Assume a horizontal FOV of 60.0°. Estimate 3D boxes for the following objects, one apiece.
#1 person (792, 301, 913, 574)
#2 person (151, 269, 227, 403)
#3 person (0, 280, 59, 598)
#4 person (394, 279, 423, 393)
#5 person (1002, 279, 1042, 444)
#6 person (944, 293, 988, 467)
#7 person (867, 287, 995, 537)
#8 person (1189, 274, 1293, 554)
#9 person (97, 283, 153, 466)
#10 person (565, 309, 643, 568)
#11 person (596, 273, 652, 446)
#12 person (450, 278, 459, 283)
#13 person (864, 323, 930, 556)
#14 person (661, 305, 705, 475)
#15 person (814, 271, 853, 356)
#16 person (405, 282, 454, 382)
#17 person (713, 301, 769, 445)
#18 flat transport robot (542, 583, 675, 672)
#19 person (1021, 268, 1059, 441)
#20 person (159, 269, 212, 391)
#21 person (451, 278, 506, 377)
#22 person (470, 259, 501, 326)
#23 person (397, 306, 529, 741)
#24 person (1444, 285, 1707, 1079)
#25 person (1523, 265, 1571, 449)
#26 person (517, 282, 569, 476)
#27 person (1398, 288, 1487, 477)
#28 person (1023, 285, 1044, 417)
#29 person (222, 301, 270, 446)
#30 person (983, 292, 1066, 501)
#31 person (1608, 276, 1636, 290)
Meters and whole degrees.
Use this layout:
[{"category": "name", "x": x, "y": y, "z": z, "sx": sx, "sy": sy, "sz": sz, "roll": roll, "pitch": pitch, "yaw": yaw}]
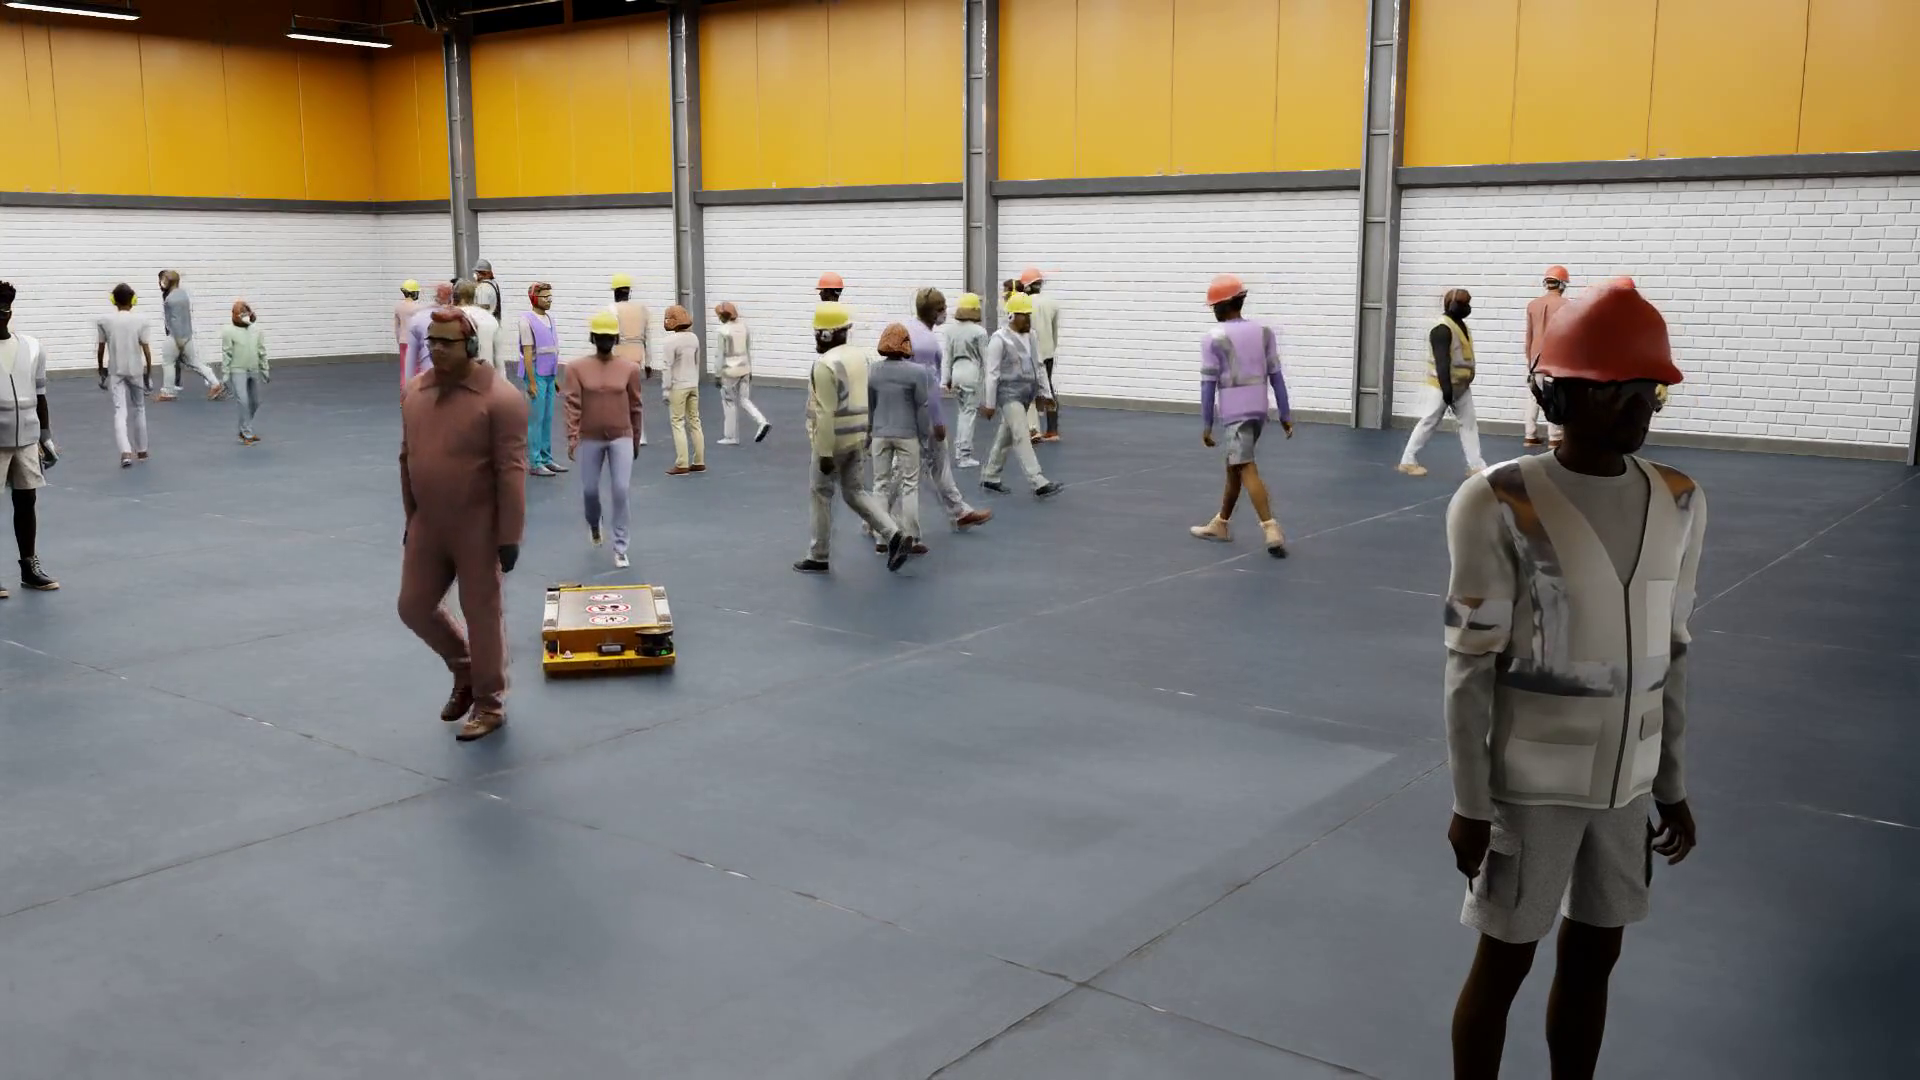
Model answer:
[{"category": "person", "x": -0.725, "y": -0.652, "z": 10.879, "sx": 0.756, "sy": 1.814, "sz": 0.601, "roll": 5, "pitch": 11, "yaw": 27}, {"category": "person", "x": -11.052, "y": -2.904, "z": 23.721, "sx": 0.945, "sy": 1.911, "sz": 0.624, "roll": -1, "pitch": 10, "yaw": -8}, {"category": "person", "x": -5.917, "y": -0.632, "z": 10.307, "sx": 0.372, "sy": 1.963, "sz": 0.608, "roll": 6, "pitch": 12, "yaw": 33}, {"category": "person", "x": -7.471, "y": -2.665, "z": 22.716, "sx": 0.534, "sy": 1.767, "sz": 0.319, "roll": 5, "pitch": 11, "yaw": 29}, {"category": "person", "x": 0.697, "y": -1.956, "z": 18.398, "sx": 0.482, "sy": 1.839, "sz": 0.529, "roll": 0, "pitch": 10, "yaw": -2}, {"category": "person", "x": 0.124, "y": -1.595, "z": 16.605, "sx": 0.497, "sy": 1.730, "sz": 0.499, "roll": 8, "pitch": 13, "yaw": 40}, {"category": "person", "x": -0.240, "y": -0.935, "z": 12.351, "sx": 1.000, "sy": 1.871, "sz": 0.667, "roll": -1, "pitch": 10, "yaw": -7}, {"category": "person", "x": 2.058, "y": -0.902, "z": 11.889, "sx": 0.658, "sy": 1.977, "sz": 1.010, "roll": -6, "pitch": 11, "yaw": -32}, {"category": "person", "x": -8.398, "y": -1.661, "z": 16.730, "sx": 0.537, "sy": 1.831, "sz": 0.969, "roll": -4, "pitch": 11, "yaw": -22}, {"category": "person", "x": -2.426, "y": -0.707, "z": 11.368, "sx": 0.529, "sy": 1.746, "sz": 0.614, "roll": -2, "pitch": 10, "yaw": -14}, {"category": "person", "x": -3.782, "y": -2.000, "z": 18.475, "sx": 0.604, "sy": 1.884, "sz": 0.924, "roll": -10, "pitch": 14, "yaw": -44}, {"category": "person", "x": -8.813, "y": -3.733, "z": 29.131, "sx": 0.540, "sy": 1.696, "sz": 0.316, "roll": 6, "pitch": 12, "yaw": 32}, {"category": "person", "x": -0.451, "y": -0.700, "z": 11.661, "sx": 0.501, "sy": 1.633, "sz": 0.286, "roll": 3, "pitch": 10, "yaw": 17}, {"category": "person", "x": -2.675, "y": -1.435, "z": 15.978, "sx": 0.287, "sy": 1.626, "sz": 0.505, "roll": 5, "pitch": 11, "yaw": 29}, {"category": "person", "x": -1.278, "y": -1.707, "z": 16.640, "sx": 0.355, "sy": 1.939, "sz": 0.544, "roll": 3, "pitch": 10, "yaw": 17}, {"category": "person", "x": -4.930, "y": -1.523, "z": 15.839, "sx": 0.694, "sy": 1.857, "sz": 0.913, "roll": -2, "pitch": 10, "yaw": -14}, {"category": "person", "x": -2.435, "y": -1.822, "z": 18.268, "sx": 0.628, "sy": 1.606, "sz": 0.546, "roll": 7, "pitch": 12, "yaw": 35}, {"category": "flat transport robot", "x": -1.902, "y": 0.443, "z": 8.968, "sx": 0.652, "sy": 0.197, "sz": 1.431, "roll": -2, "pitch": 10, "yaw": -12}, {"category": "person", "x": 0.848, "y": -2.101, "z": 18.901, "sx": 0.643, "sy": 1.960, "sz": 0.869, "roll": -6, "pitch": 11, "yaw": -31}, {"category": "person", "x": -12.167, "y": -3.289, "z": 26.036, "sx": 0.609, "sy": 1.890, "sz": 0.831, "roll": 8, "pitch": 12, "yaw": 38}, {"category": "person", "x": -4.358, "y": -1.424, "z": 15.139, "sx": 0.902, "sy": 1.910, "sz": 0.652, "roll": 5, "pitch": 11, "yaw": 27}, {"category": "person", "x": -7.368, "y": -3.313, "z": 25.693, "sx": 0.538, "sy": 2.000, "sz": 0.689, "roll": 0, "pitch": 10, "yaw": 1}, {"category": "person", "x": -2.182, "y": -0.067, "z": 7.234, "sx": 0.665, "sy": 1.888, "sz": 0.433, "roll": 4, "pitch": 10, "yaw": 21}, {"category": "person", "x": 1.301, "y": 0.496, "z": 3.509, "sx": 0.608, "sy": 2.044, "sz": 0.371, "roll": -3, "pitch": 10, "yaw": -19}, {"category": "person", "x": 6.447, "y": -1.988, "z": 18.138, "sx": 0.398, "sy": 1.986, "sz": 0.638, "roll": -7, "pitch": 12, "yaw": -36}, {"category": "person", "x": -4.022, "y": -1.539, "z": 15.933, "sx": 0.390, "sy": 1.846, "sz": 0.565, "roll": 2, "pitch": 10, "yaw": 9}, {"category": "person", "x": 4.601, "y": -1.466, "z": 15.666, "sx": 0.949, "sy": 1.798, "sz": 0.642, "roll": 8, "pitch": 12, "yaw": 38}, {"category": "person", "x": 0.910, "y": -2.482, "z": 21.448, "sx": 0.333, "sy": 1.841, "sz": 0.506, "roll": 9, "pitch": 13, "yaw": 41}, {"category": "person", "x": -7.982, "y": -1.850, "z": 18.484, "sx": 0.539, "sy": 1.600, "sz": 0.543, "roll": 6, "pitch": 12, "yaw": 32}, {"category": "person", "x": 0.532, "y": -1.242, "z": 14.389, "sx": 0.951, "sy": 1.776, "sz": 0.593, "roll": 7, "pitch": 12, "yaw": 34}, {"category": "person", "x": 5.815, "y": -1.413, "z": 14.991, "sx": 0.548, "sy": 1.924, "sz": 0.545, "roll": 0, "pitch": 10, "yaw": 2}]
